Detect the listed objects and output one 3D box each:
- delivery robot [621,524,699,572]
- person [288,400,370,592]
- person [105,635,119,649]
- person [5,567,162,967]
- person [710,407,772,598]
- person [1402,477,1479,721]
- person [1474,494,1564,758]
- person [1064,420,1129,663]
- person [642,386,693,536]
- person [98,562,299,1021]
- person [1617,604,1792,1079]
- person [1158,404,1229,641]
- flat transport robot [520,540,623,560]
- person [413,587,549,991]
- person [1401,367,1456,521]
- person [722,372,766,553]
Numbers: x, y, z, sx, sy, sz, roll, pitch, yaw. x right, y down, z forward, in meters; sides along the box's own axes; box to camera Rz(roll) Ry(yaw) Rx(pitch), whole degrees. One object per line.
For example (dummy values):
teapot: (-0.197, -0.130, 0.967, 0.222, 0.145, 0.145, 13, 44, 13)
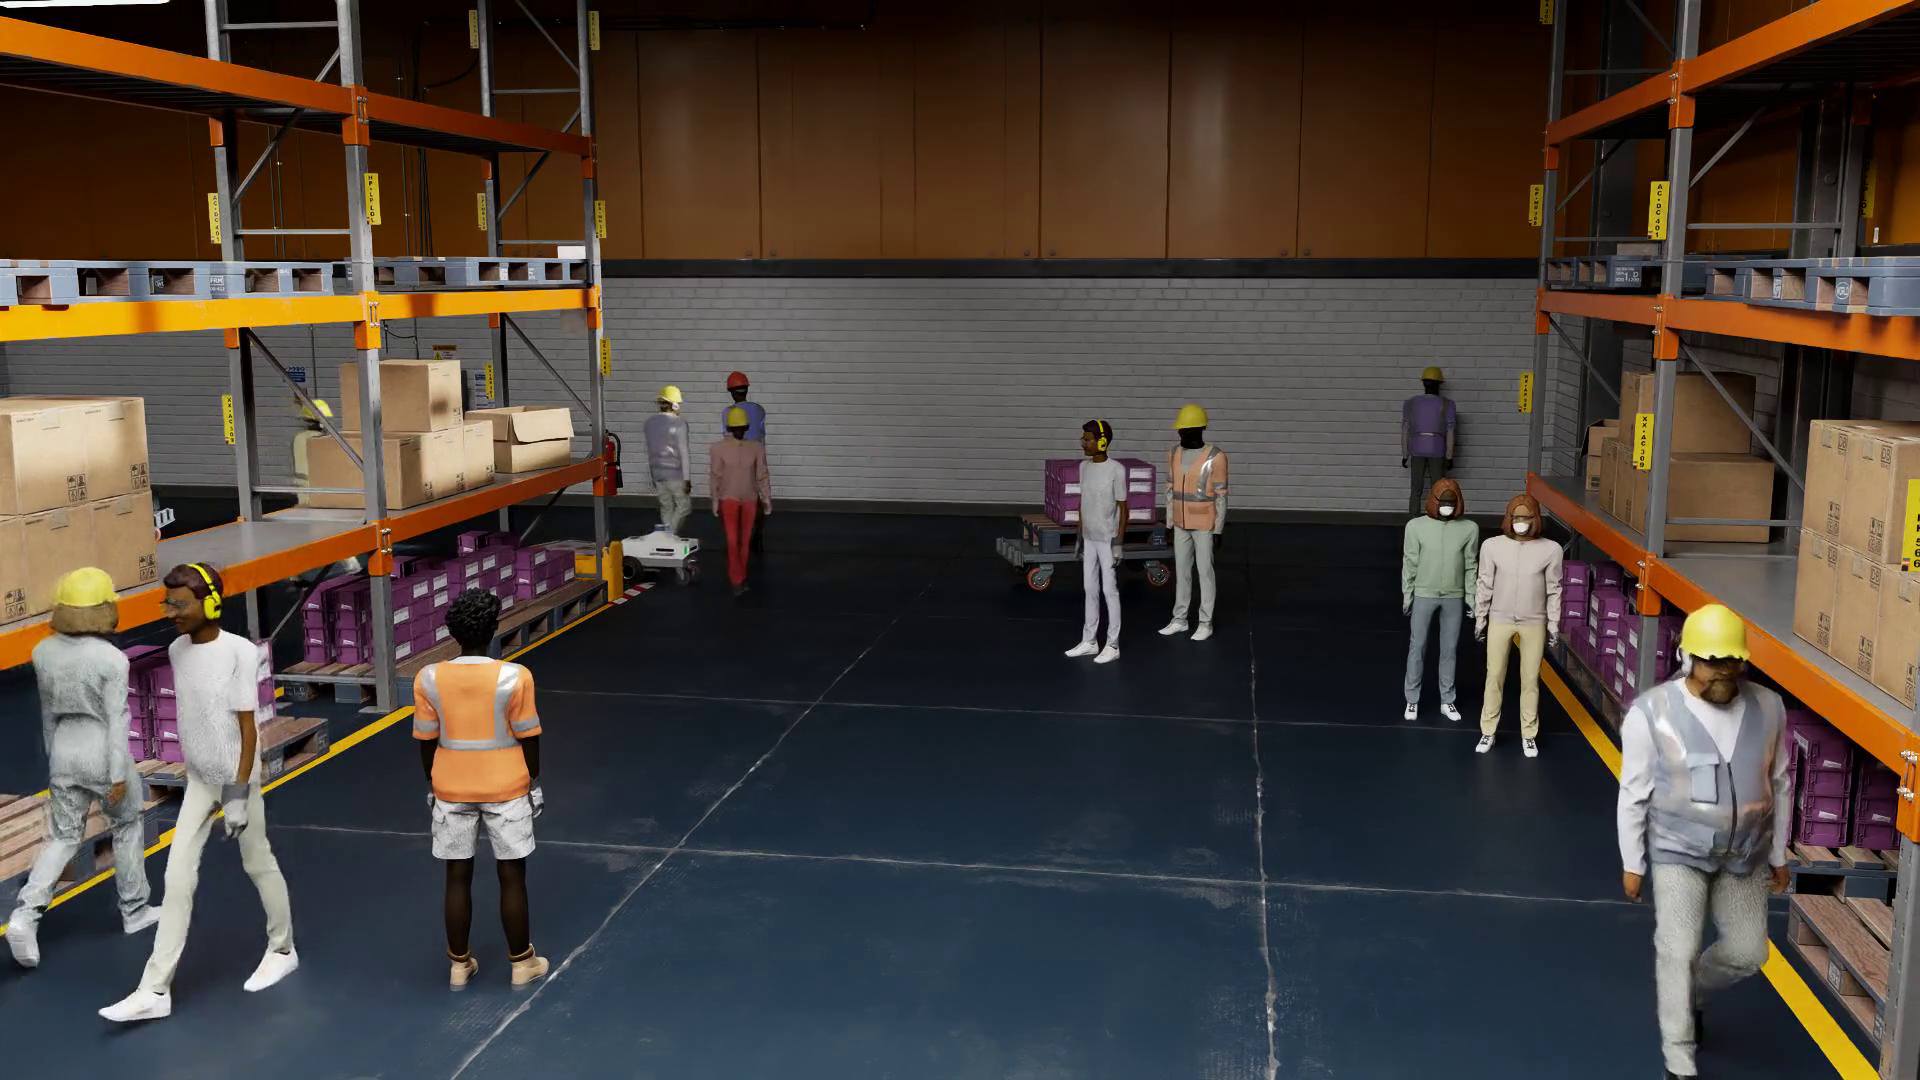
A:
delivery robot: (-2.876, 0.094, 15.951, 0.707, 0.478, 0.477, 2, 9, 13)
person: (-6.017, -0.428, 15.684, 0.612, 1.783, 0.919, 4, 10, 24)
person: (-6.031, 0.229, 11.314, 0.681, 1.881, 0.606, -1, 9, -5)
person: (-3.841, 0.973, 7.256, 0.486, 1.711, 0.754, 1, 9, 9)
person: (-1.991, -0.342, 15.276, 0.533, 1.741, 0.721, -4, 10, -23)
person: (3.189, 0.394, 11.072, 0.497, 1.633, 0.287, 1, 9, 3)
person: (3.435, 0.527, 10.254, 0.508, 1.631, 0.264, 3, 10, 20)
person: (1.065, 0.010, 12.731, 0.331, 1.866, 0.513, -7, 12, -38)
person: (-3.013, -0.683, 17.173, 0.606, 1.806, 0.512, 6, 11, 32)
person: (-3.030, 1.011, 6.664, 0.544, 1.828, 0.924, 4, 10, 22)
person: (2.698, 1.114, 6.054, 0.628, 1.818, 0.605, 0, 9, -1)
person: (1.893, -0.142, 13.487, 0.383, 1.923, 0.589, -9, 13, -42)
flat transport robot: (-3.791, 0.170, 16.644, 1.431, 0.197, 0.652, 5, 11, 29)
person: (-1.979, 1.038, 6.900, 0.529, 1.697, 0.321, 0, 9, 3)
person: (5.258, -0.985, 18.697, 0.589, 1.918, 0.392, 4, 10, 24)
person: (-2.313, -0.813, 17.611, 0.374, 1.928, 0.542, 9, 13, 44)
